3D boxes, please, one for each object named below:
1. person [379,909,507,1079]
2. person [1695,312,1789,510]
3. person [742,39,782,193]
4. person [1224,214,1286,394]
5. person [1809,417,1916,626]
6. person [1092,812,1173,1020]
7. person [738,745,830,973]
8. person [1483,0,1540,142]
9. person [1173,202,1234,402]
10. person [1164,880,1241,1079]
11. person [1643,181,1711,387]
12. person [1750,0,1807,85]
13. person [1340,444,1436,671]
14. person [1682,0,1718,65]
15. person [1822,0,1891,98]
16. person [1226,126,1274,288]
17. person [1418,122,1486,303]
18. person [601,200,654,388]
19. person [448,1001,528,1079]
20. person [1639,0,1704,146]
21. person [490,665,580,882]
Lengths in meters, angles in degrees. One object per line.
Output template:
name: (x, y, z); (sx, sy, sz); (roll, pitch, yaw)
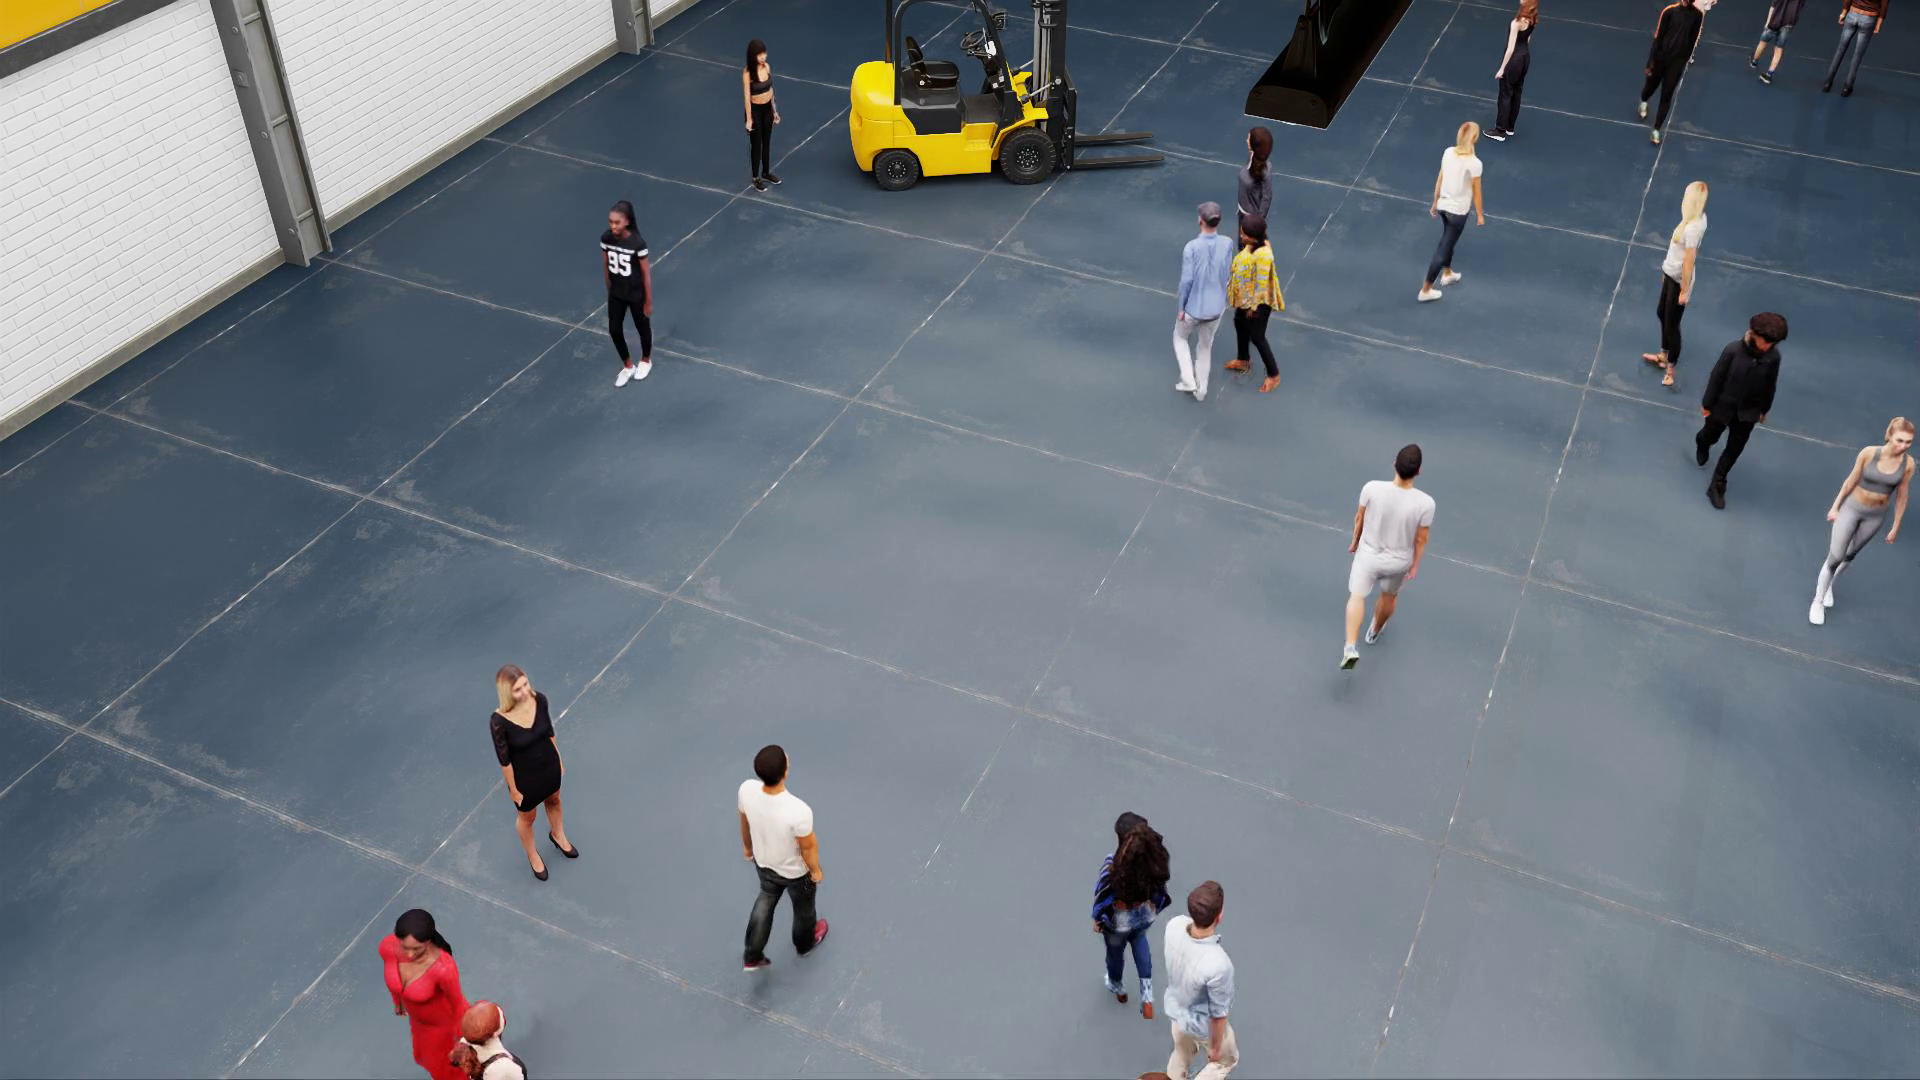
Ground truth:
person: (-2.742, 2.483, 8.889); (0.627, 1.761, 0.845); (17, 42, 20)
person: (6.237, -1.130, 13.419); (0.816, 1.744, 1.040); (6, 39, 8)
person: (-2.164, -4.585, 17.825); (0.676, 1.643, 0.520); (27, 46, 30)
person: (2.612, -2.139, 14.766); (1.013, 1.638, 0.918); (-5, 39, -6)
person: (6.678, -0.226, 12.328); (0.676, 1.692, 0.850); (11, 40, 13)
person: (0.990, 2.165, 9.398); (0.828, 1.611, 0.885); (-15, 41, -18)
person: (-1.067, 1.884, 9.613); (0.681, 1.793, 0.908); (19, 42, 22)
person: (6.267, -5.375, 18.730); (0.583, 1.748, 0.704); (-30, 47, -32)
person: (2.127, -2.003, 14.405); (0.780, 1.876, 0.829); (-11, 40, -13)
person: (1.165, 2.532, 8.763); (0.847, 1.832, 0.807); (-18, 42, -21)
person: (6.438, -2.264, 14.805); (0.928, 1.786, 0.580); (4, 39, 5)
person: (9.917, -6.215, 20.049); (0.712, 1.414, 0.992); (4, 39, 5)
person: (2.976, 0.143, 11.750); (0.751, 1.836, 1.085); (13, 40, 16)
person: (9.066, -6.692, 20.386); (0.575, 1.739, 0.527); (19, 42, 22)
person: (10.663, -6.150, 19.678); (0.687, 1.777, 0.593); (26, 46, 29)
person: (2.800, -3.129, 15.900); (0.744, 1.770, 0.667); (-10, 40, -12)
person: (4.615, -3.091, 15.839); (0.985, 1.786, 0.899); (-15, 41, -18)
person: (-2.906, -2.236, 14.822); (0.682, 1.720, 0.744); (10, 40, 13)
person: (-2.284, 2.949, 8.290); (0.601, 1.780, 0.650); (21, 43, 24)
person: (7.988, -5.441, 18.783); (0.779, 1.785, 1.131); (8, 39, 10)
person: (-2.641, 1.421, 10.278); (0.654, 1.677, 0.487); (29, 47, 31)
